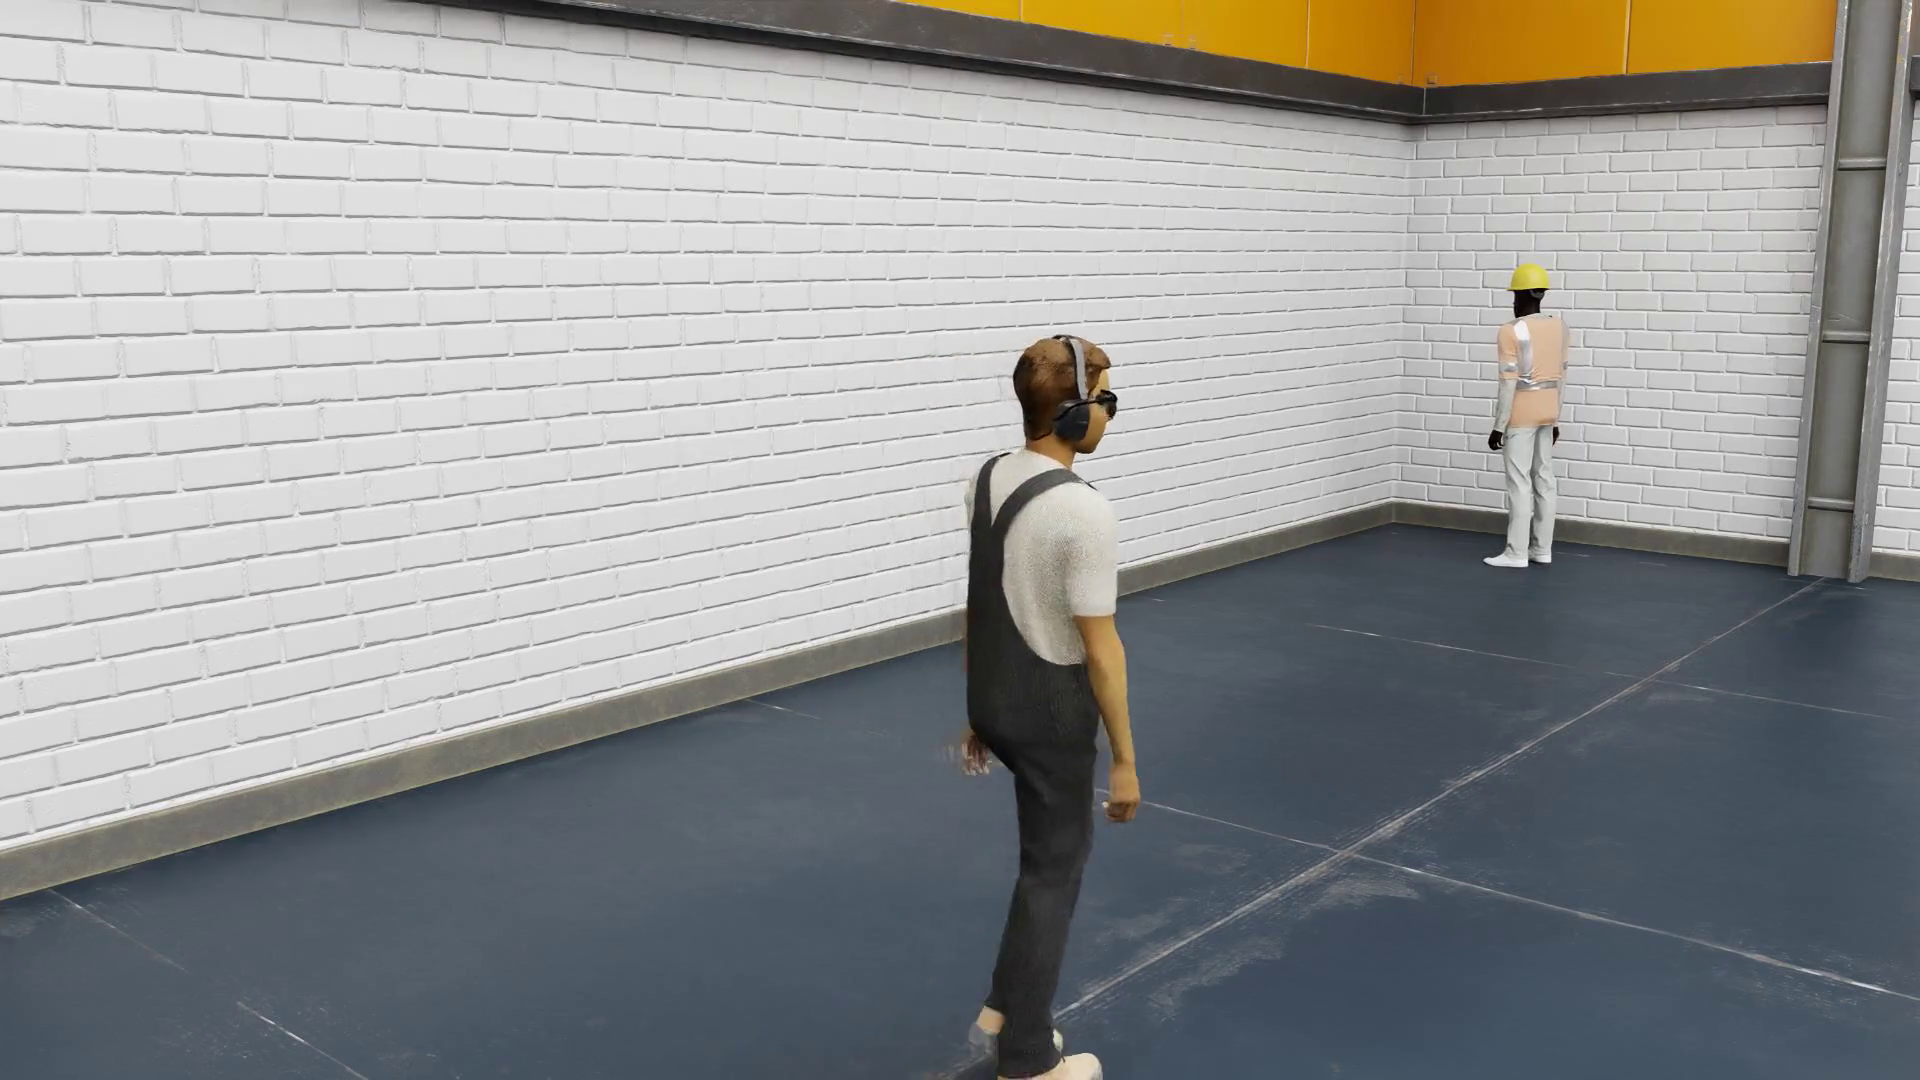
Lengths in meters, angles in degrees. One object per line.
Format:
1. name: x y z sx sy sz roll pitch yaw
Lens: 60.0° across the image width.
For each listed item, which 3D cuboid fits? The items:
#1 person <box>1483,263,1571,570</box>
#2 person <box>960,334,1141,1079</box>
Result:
1. person: 3.571 -0.775 10.516 0.590 1.926 0.388 -6 11 -30
2. person: 0.222 0.437 3.892 0.416 1.828 0.546 -6 11 -29
